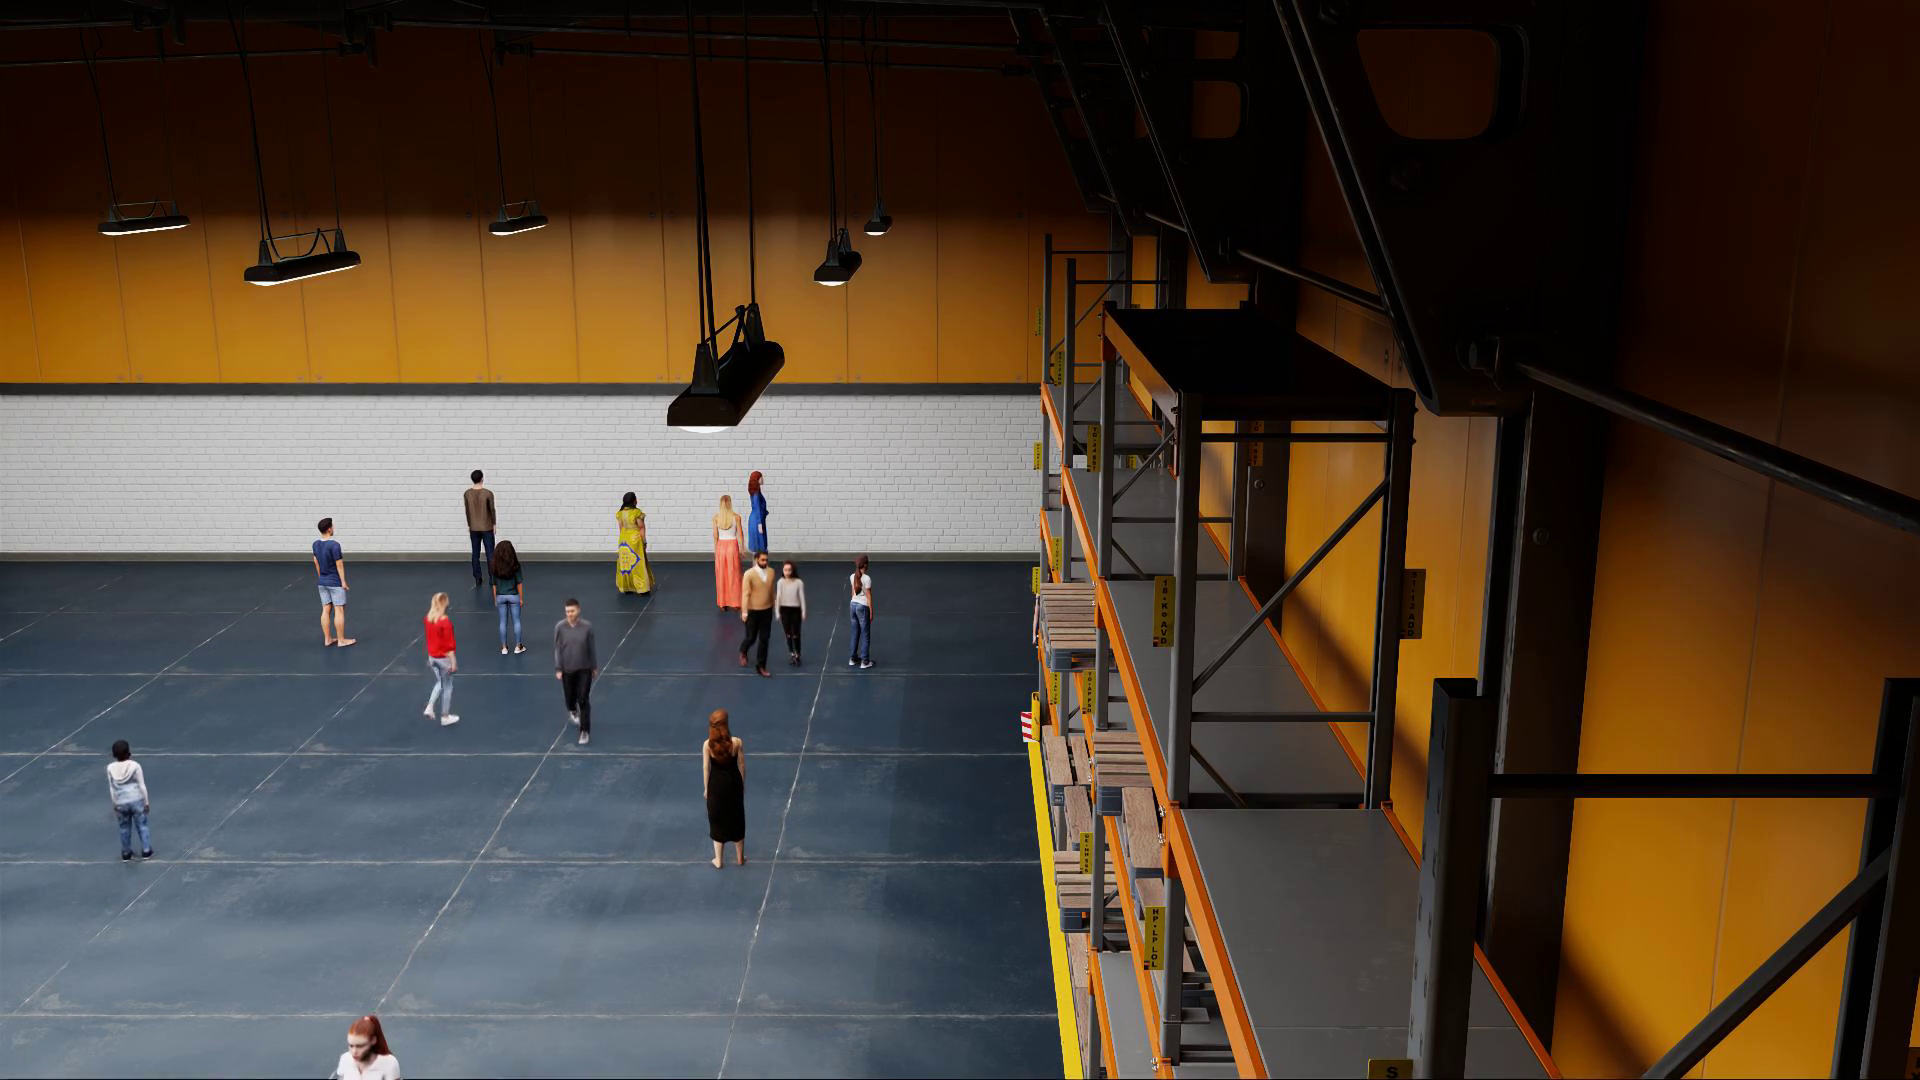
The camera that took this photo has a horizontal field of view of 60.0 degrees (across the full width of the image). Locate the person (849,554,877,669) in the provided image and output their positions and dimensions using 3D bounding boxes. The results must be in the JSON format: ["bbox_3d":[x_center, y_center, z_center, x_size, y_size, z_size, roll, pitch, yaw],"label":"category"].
[{"bbox_3d":[-1.356,0.952,22.738,0.617,1.561,0.667,11,18,39],"label":"person"}]

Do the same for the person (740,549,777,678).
[{"bbox_3d":[-2.736,0.954,22.365,0.953,1.731,1.055,-9,16,-32],"label":"person"}]

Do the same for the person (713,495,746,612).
[{"bbox_3d":[-3.539,0.191,25.363,0.643,1.803,0.606,2,14,7],"label":"person"}]

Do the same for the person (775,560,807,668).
[{"bbox_3d":[-2.316,0.978,22.813,0.569,1.474,0.616,0,14,1],"label":"person"}]

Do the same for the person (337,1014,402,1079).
[{"bbox_3d":[-3.703,3.796,10.663,0.689,1.714,0.887,4,14,15],"label":"person"}]

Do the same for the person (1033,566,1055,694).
[{"bbox_3d":[1.169,1.177,21.432,0.668,1.738,0.697,9,16,34],"label":"person"}]

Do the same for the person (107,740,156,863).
[{"bbox_3d":[-8.303,2.599,16.577,0.533,1.257,0.563,-3,14,-12],"label":"person"}]

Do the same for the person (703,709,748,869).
[{"bbox_3d":[-2.322,2.451,16.409,0.616,1.625,0.620,-3,14,-11],"label":"person"}]

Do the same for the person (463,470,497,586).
[{"bbox_3d":[-7.727,-0.207,26.827,0.658,1.888,0.585,1,14,3],"label":"person"}]

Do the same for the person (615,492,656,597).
[{"bbox_3d":[-5.169,0.046,26.264,0.972,1.660,0.949,6,15,22],"label":"person"}]

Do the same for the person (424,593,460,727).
[{"bbox_3d":[-6.388,1.486,20.266,0.791,1.686,0.851,9,16,32],"label":"person"}]

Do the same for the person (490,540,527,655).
[{"bbox_3d":[-6.324,0.793,23.272,0.598,1.617,0.591,-1,14,-2],"label":"person"}]

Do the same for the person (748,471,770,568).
[{"bbox_3d":[-3.291,-0.221,27.013,0.721,1.828,0.570,-3,14,-11],"label":"person"}]

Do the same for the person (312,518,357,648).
[{"bbox_3d":[-8.924,0.595,23.594,0.689,1.850,0.675,5,14,20],"label":"person"}]

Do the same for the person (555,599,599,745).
[{"bbox_3d":[-4.599,1.531,19.968,0.744,1.738,1.031,-3,14,-12],"label":"person"}]
